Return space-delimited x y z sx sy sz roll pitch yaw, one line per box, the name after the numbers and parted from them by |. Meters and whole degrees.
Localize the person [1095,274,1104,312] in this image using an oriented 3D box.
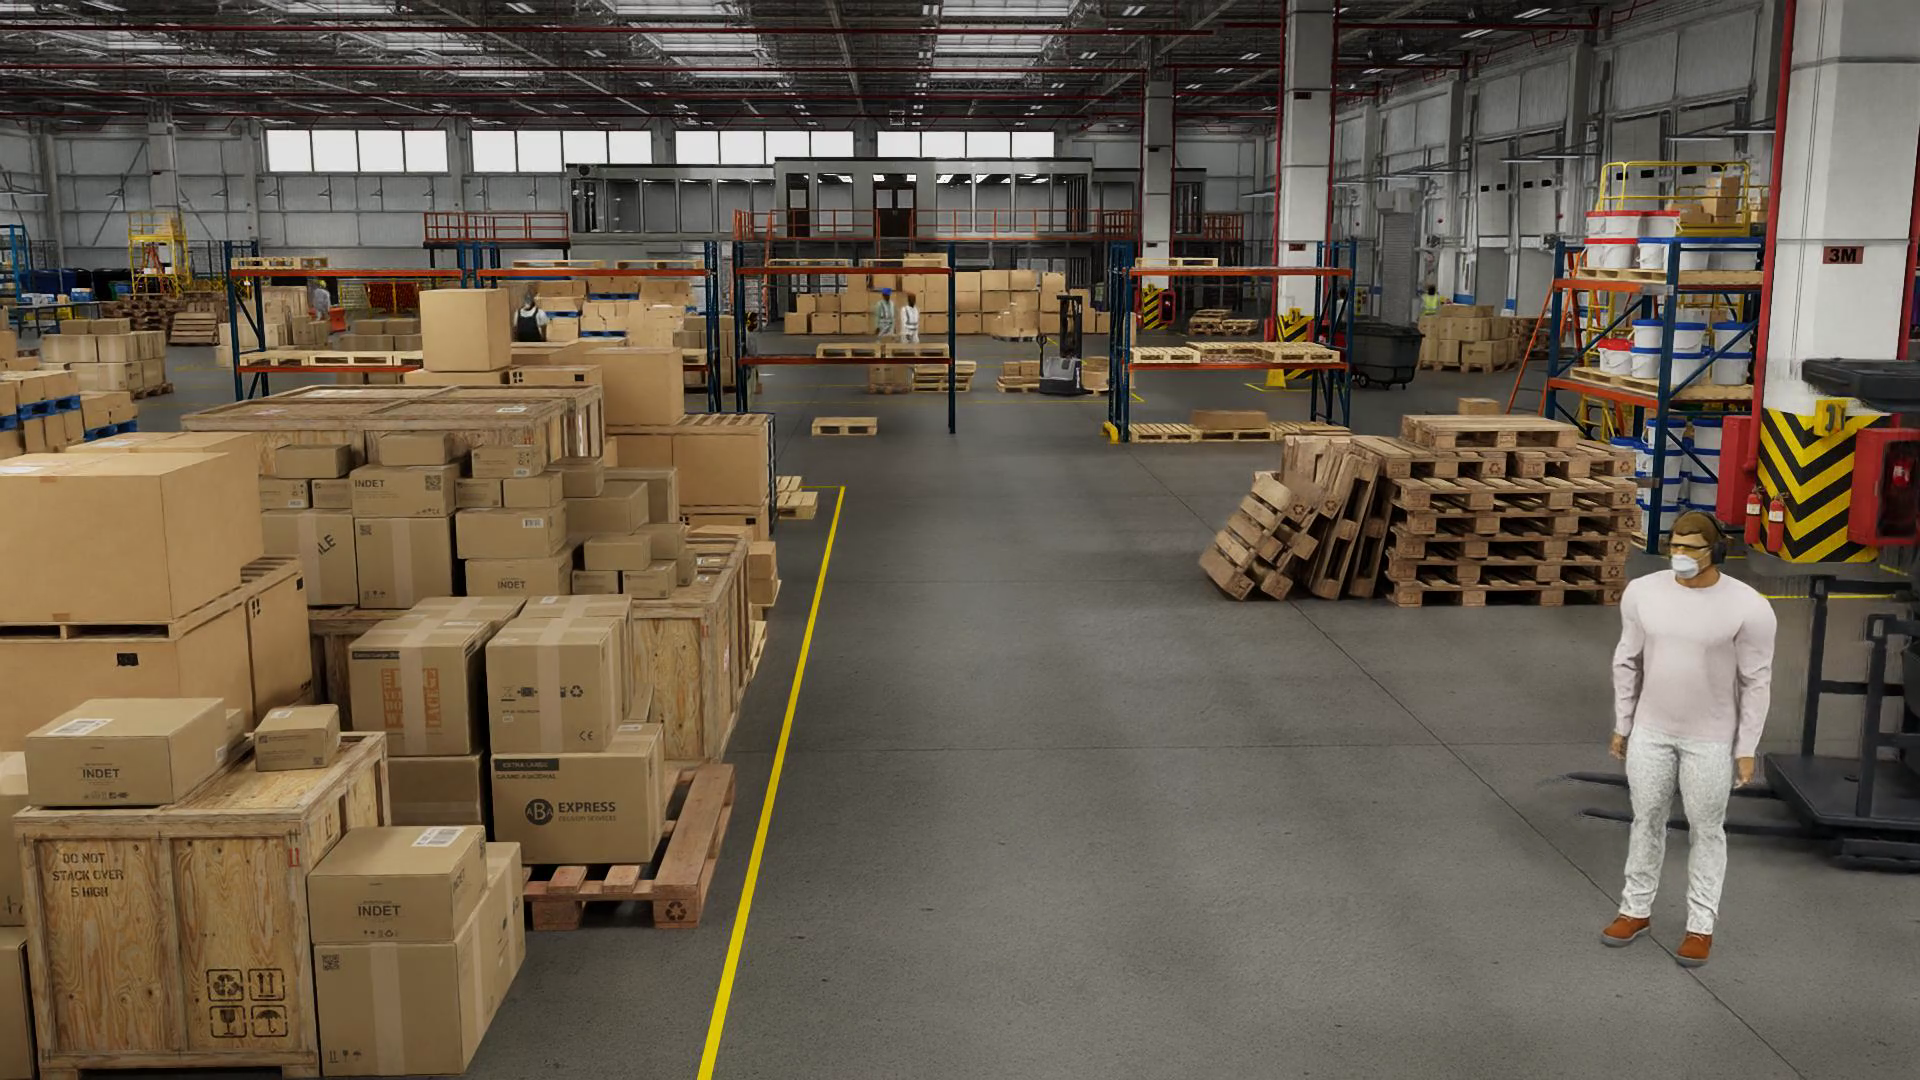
4.904 -8.291 57.889 0.386 1.911 0.592 -7 13 -36 | person

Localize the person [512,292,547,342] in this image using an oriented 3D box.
-8.837 -4.081 34.056 0.710 2.000 0.540 1 10 6 | person

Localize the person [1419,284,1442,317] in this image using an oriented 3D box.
13.585 -6.487 48.062 0.636 1.826 0.699 2 10 10 | person

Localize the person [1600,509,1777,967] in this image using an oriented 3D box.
3.059 0.824 7.017 0.629 1.939 0.372 10 14 43 | person

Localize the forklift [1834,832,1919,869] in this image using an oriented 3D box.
5.302 0.150 8.144 1.873 2.768 1.129 2 10 12 | forklift

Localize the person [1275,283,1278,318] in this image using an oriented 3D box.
11.664 -8.785 60.914 0.518 1.816 0.907 -6 12 -31 | person

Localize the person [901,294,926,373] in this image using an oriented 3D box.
-1.126 -4.779 38.529 0.586 1.834 0.966 -9 13 -40 | person

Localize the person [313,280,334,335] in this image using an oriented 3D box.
-20.582 -7.471 53.644 0.590 1.800 0.901 1 10 7 | person

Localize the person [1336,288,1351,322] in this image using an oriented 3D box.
9.819 -5.523 42.651 0.540 1.829 0.890 3 11 18 | person

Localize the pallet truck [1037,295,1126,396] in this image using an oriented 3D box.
2.483 -3.881 33.060 1.885 1.965 0.823 -7 13 -36 | pallet truck

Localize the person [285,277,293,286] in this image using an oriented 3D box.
-24.596 -8.765 60.997 0.496 1.741 0.346 -1 10 -6 | person

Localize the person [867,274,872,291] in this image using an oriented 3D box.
-3.345 -8.489 58.940 0.542 1.928 0.400 -3 11 -16 | person

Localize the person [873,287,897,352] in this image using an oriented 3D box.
-1.867 -5.323 41.292 0.619 1.926 0.645 -8 13 -39 | person

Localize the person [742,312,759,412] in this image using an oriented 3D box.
-3.482 -2.867 27.773 0.310 1.868 0.532 2 10 8 | person
